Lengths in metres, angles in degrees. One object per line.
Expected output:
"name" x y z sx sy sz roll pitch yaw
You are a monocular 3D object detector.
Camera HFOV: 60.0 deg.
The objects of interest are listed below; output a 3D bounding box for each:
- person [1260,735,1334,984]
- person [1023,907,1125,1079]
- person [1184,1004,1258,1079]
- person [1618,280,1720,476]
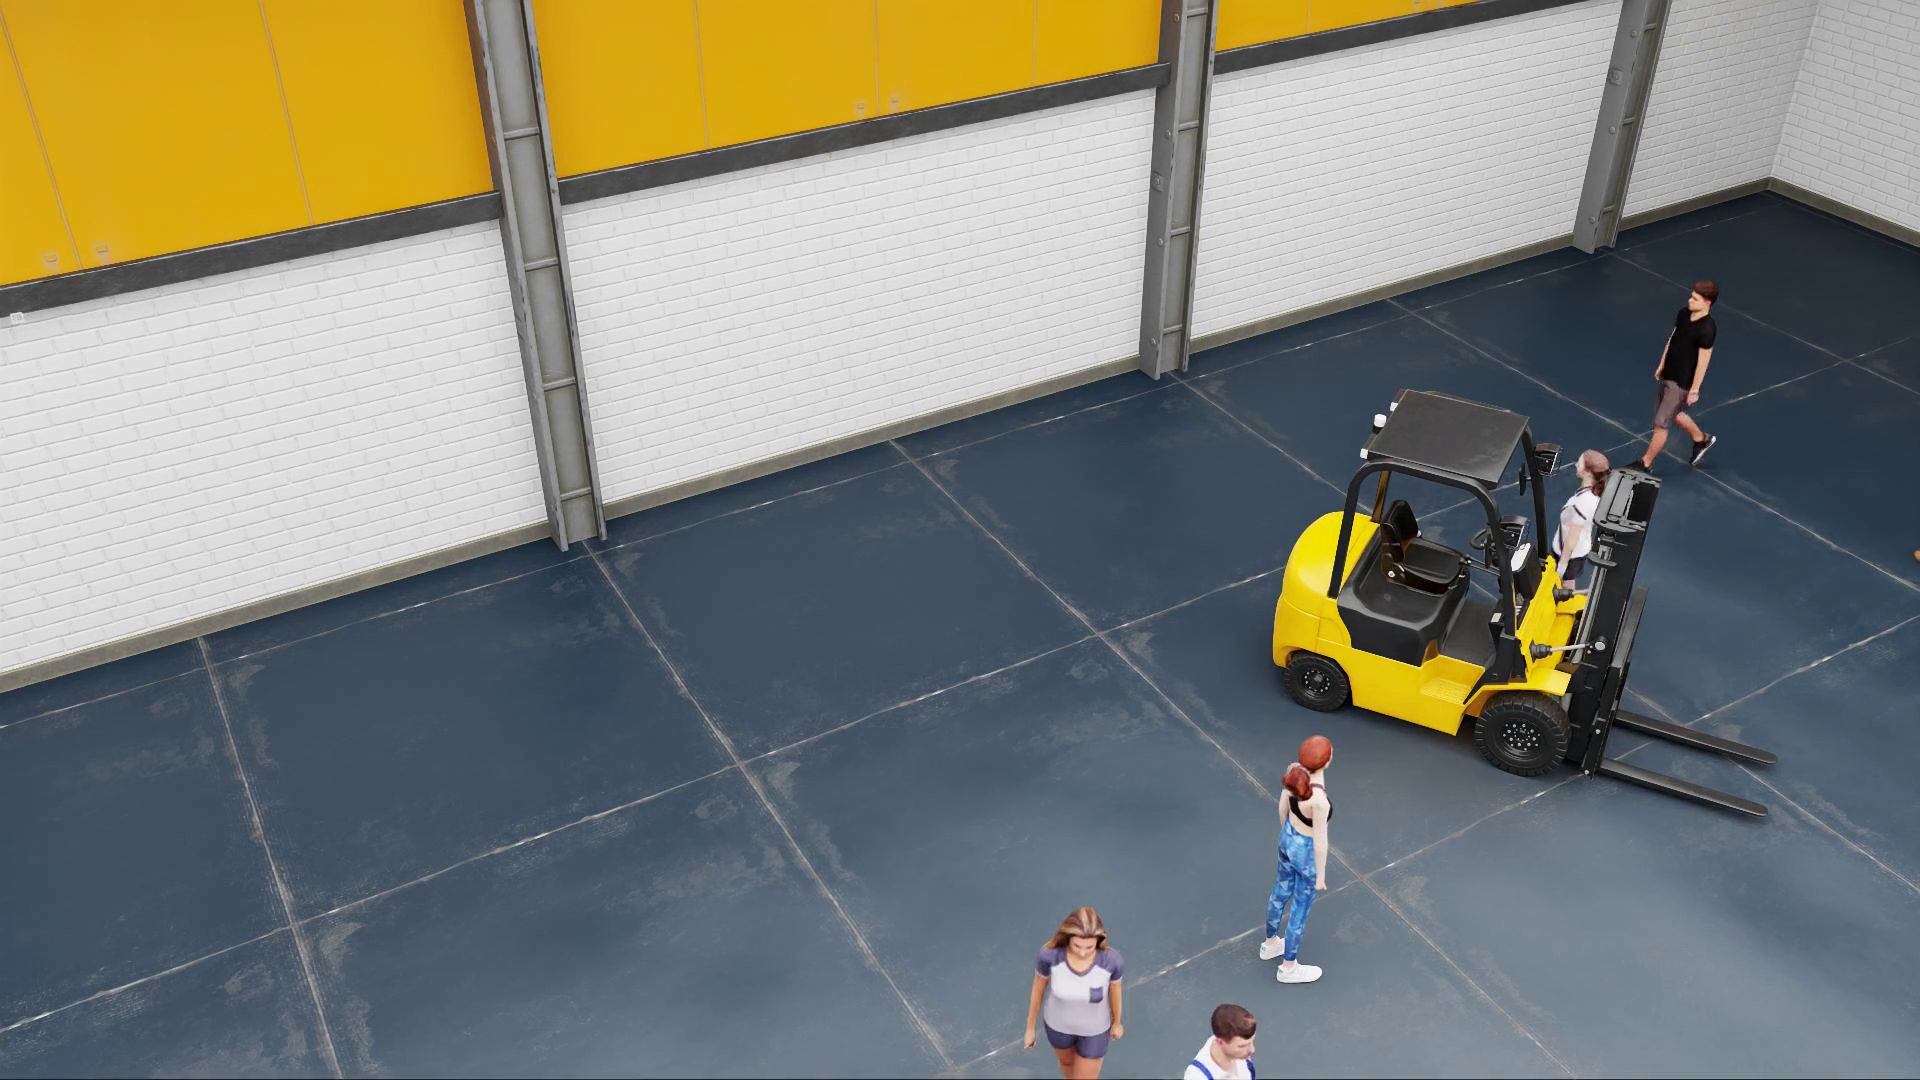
"person" 1.953 1.814 9.540 0.622 1.782 0.598 -12 35 -17
"person" 0.628 2.454 8.657 0.969 1.695 1.030 9 35 14
"person" 1.131 2.827 7.967 0.913 1.837 0.965 21 39 28
"person" 6.270 -1.384 14.297 1.208 1.843 0.992 -3 34 -4
